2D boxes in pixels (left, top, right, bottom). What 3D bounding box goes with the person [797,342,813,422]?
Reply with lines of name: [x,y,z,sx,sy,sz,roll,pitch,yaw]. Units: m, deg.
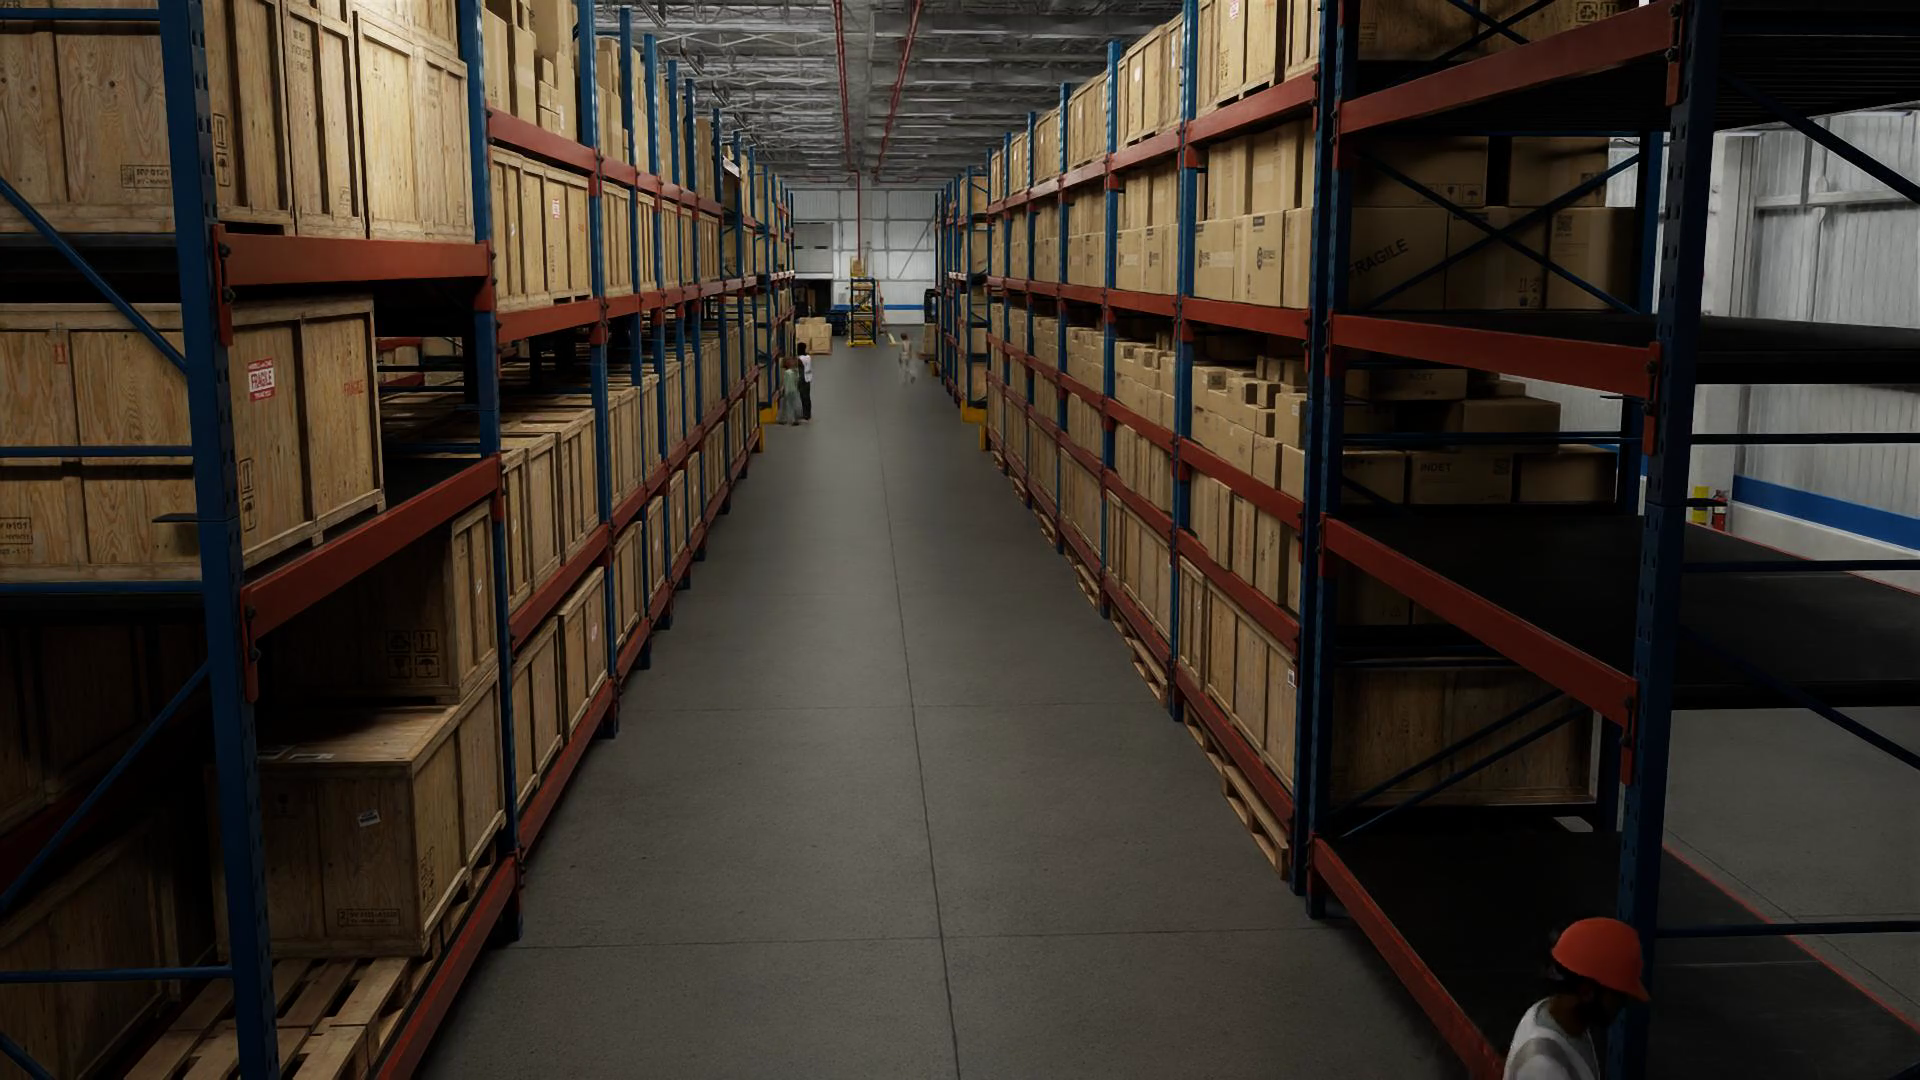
person: [-3.744,-3.786,39.951,0.391,1.920,0.587,2,10,13]

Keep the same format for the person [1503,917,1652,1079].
person: [1.776,2.057,5.090,0.550,1.901,0.645,4,10,24]

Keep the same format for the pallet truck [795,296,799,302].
pallet truck: [-8.622,-12.439,91.403,1.885,1.965,0.823,2,10,13]

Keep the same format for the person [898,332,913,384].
person: [-1.714,-5.714,52.314,0.533,1.625,0.414,-9,13,-42]

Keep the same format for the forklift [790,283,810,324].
forklift: [-7.680,-10.901,79.584,1.129,2.768,1.873,-6,11,-30]

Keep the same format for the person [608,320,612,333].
person: [-12.147,-6.773,58.020,0.650,1.860,0.962,-8,12,-38]

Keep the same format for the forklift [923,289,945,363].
forklift: [-0.817,-8.141,63.099,1.129,2.768,1.873,-1,10,-3]

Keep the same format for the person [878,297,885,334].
person: [-4.224,-12.041,89.208,0.350,1.935,0.635,-1,10,-4]

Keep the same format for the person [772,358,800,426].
person: [-4.078,-3.451,38.833,0.748,1.602,0.538,-3,10,-18]
